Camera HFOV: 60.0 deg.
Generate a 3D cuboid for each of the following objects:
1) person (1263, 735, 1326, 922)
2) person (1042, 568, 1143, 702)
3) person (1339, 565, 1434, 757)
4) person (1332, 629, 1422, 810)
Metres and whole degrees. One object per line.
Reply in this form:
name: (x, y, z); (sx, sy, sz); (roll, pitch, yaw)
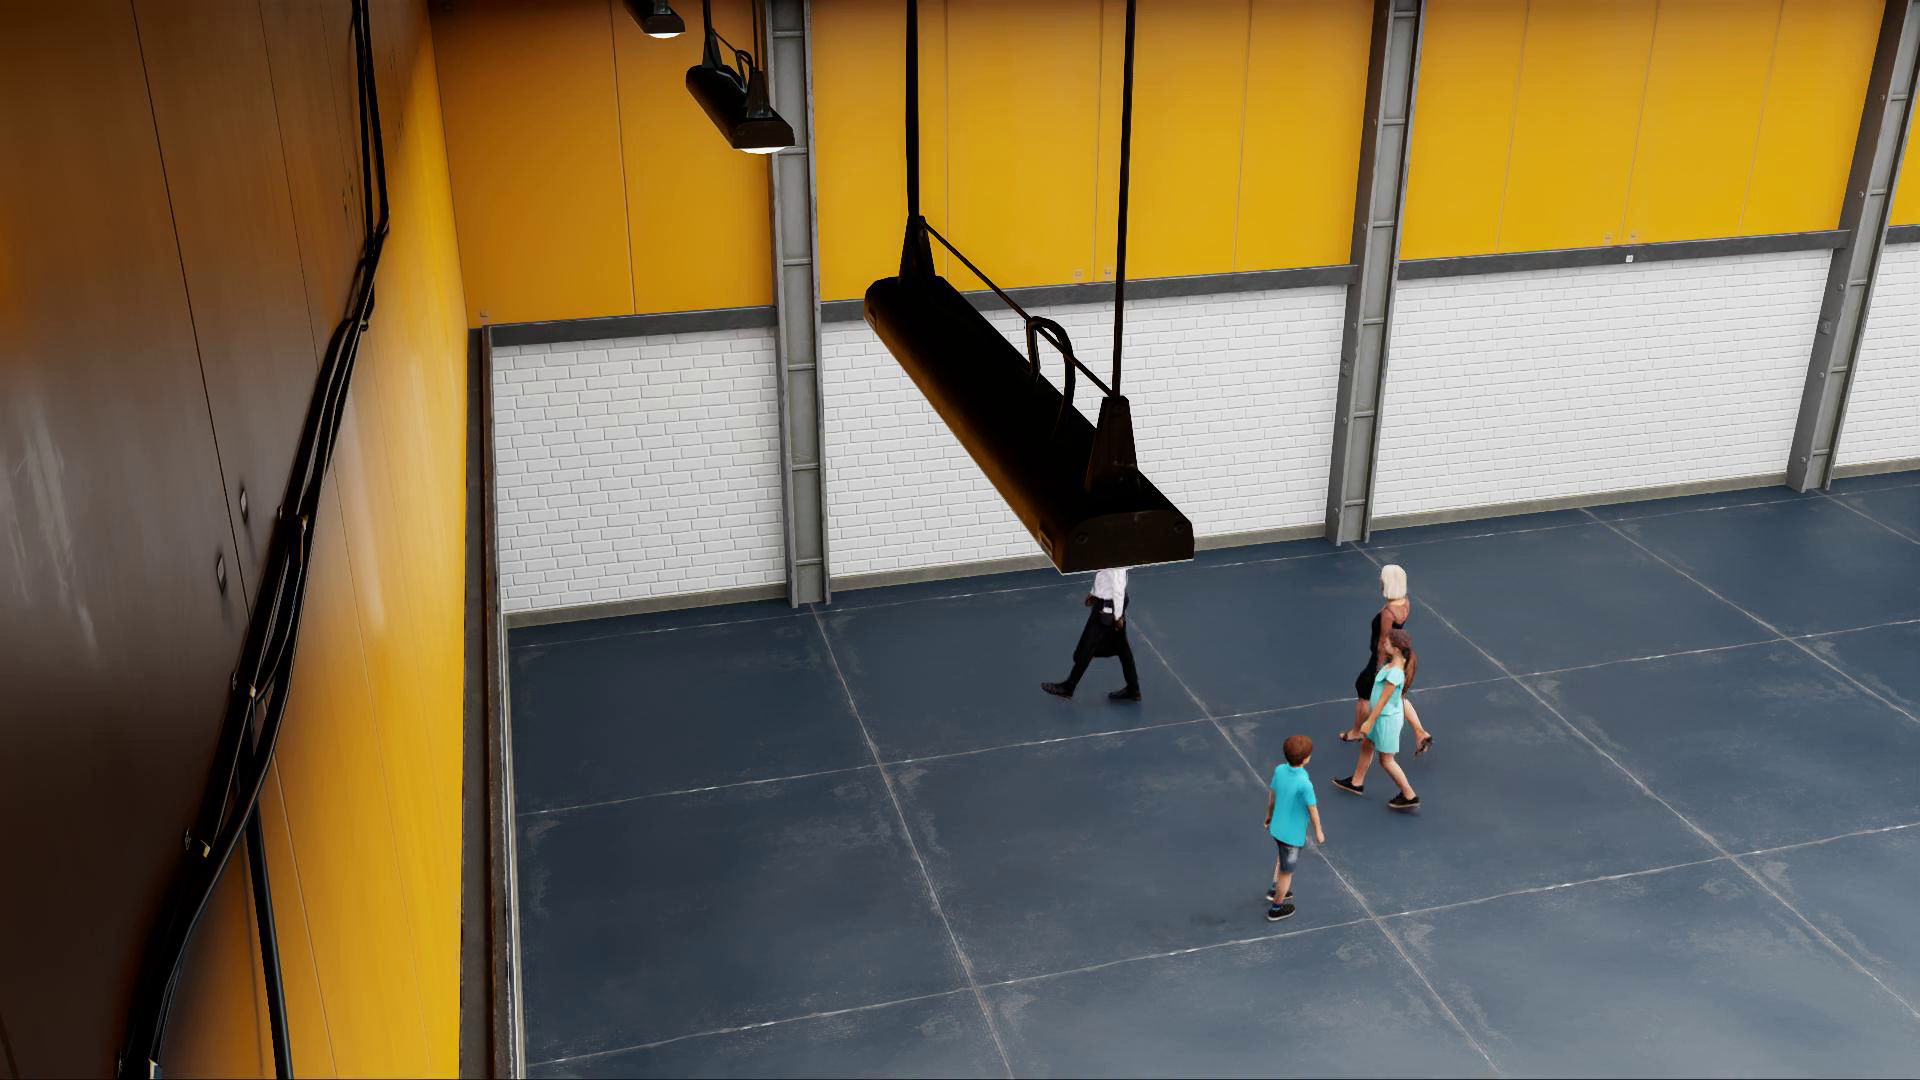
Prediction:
person: (2.270, 2.054, 11.790); (0.625, 1.436, 0.581); (-10, 26, -22)
person: (1.406, 0.619, 14.612); (1.217, 1.805, 0.967); (4, 24, 9)
person: (3.605, 1.039, 13.760); (1.046, 1.718, 1.067); (18, 29, 36)
person: (3.417, 1.434, 13.086); (1.010, 1.534, 0.913); (10, 26, 23)
